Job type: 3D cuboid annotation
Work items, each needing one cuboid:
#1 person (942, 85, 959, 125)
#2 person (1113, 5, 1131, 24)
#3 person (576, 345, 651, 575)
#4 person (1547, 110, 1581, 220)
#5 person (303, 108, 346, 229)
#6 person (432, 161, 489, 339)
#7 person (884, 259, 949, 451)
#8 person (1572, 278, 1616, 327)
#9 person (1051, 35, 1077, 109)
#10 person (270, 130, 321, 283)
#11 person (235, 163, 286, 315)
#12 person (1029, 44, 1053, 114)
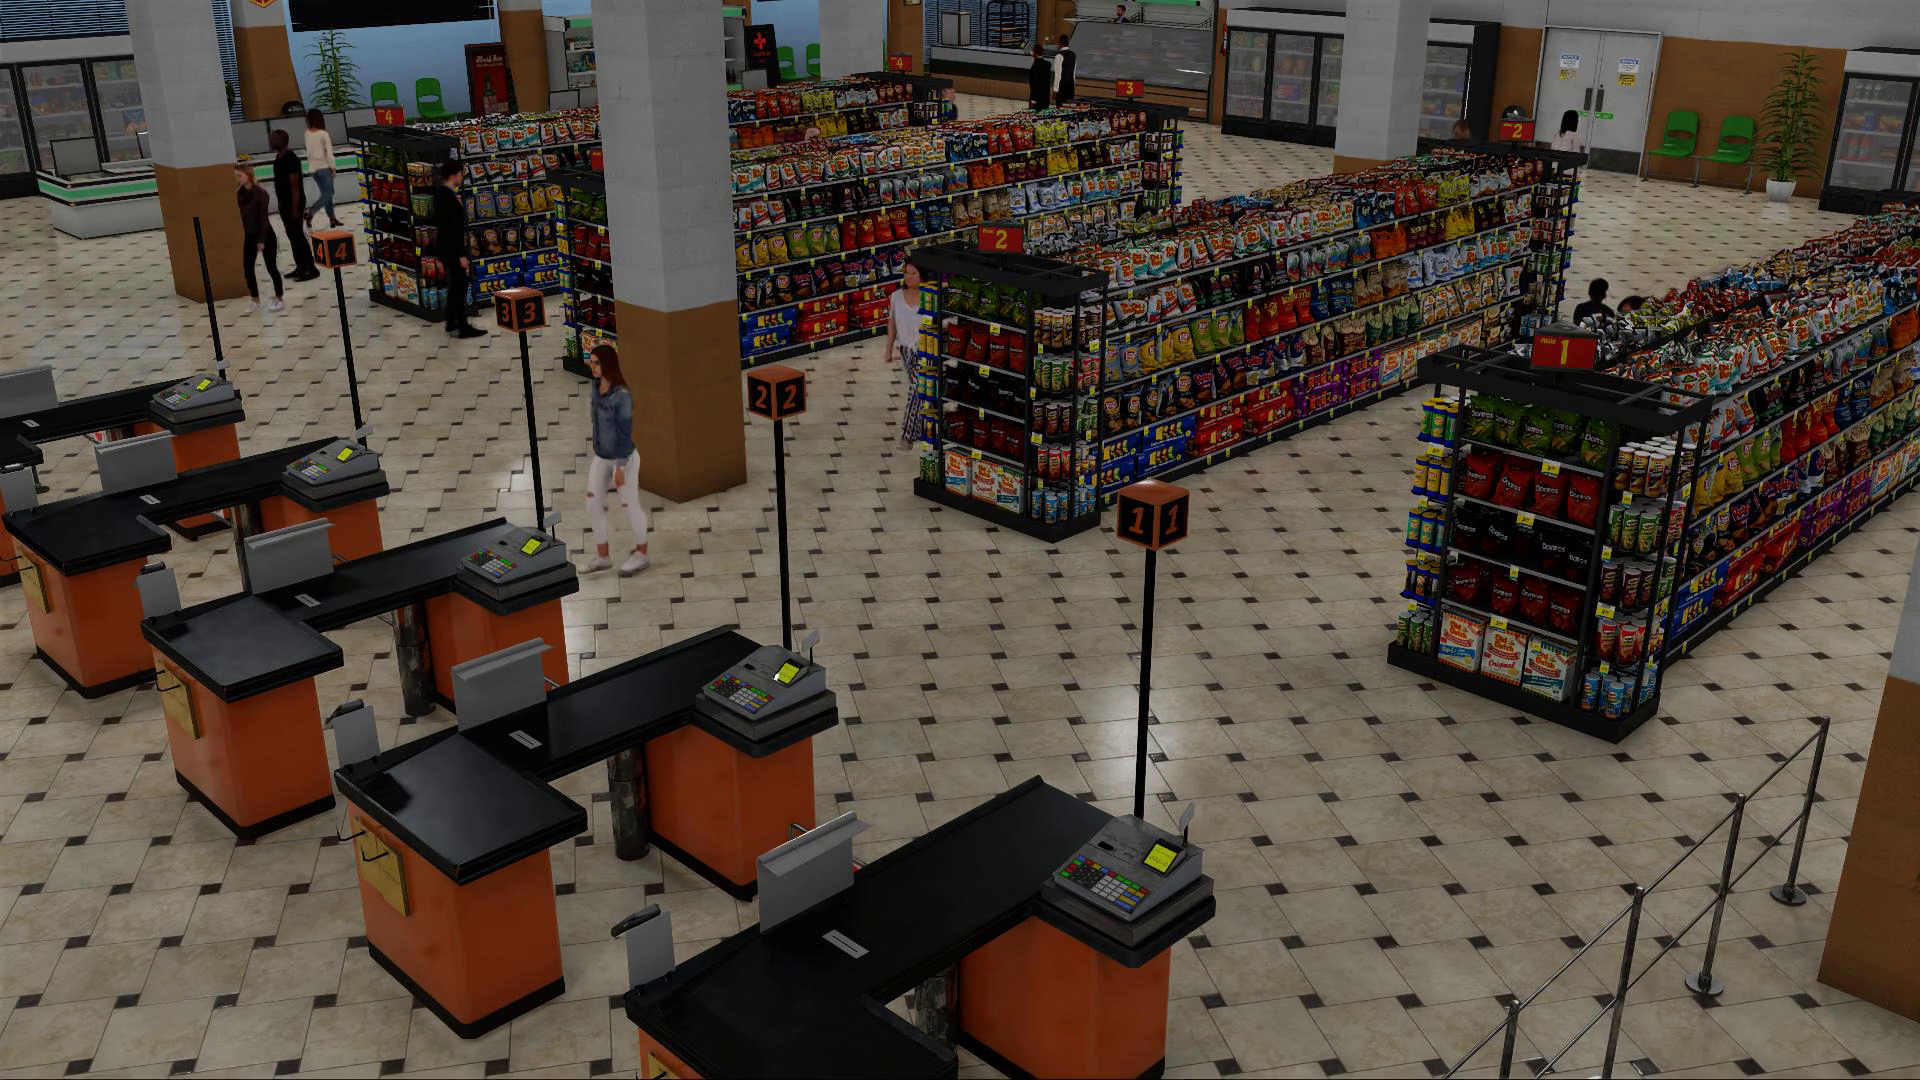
[{"bbox_3d":[-0.282,-5.766,24.458,0.751,1.849,0.706,18,28,37],"label":"person"},{"bbox_3d":[3.712,-11.421,38.506,0.629,1.867,0.561,20,29,40],"label":"person"},{"bbox_3d":[-2.358,-0.577,11.764,0.653,1.684,0.766,18,28,38],"label":"person"},{"bbox_3d":[8.465,-5.199,23.328,0.594,1.638,0.649,-15,26,-33],"label":"person"},{"bbox_3d":[-8.922,-5.107,23.073,0.796,1.658,1.049,12,25,27],"label":"person"},{"bbox_3d":[-5.432,-3.083,17.747,0.771,1.874,0.794,-12,25,-28],"label":"person"},{"bbox_3d":[-0.324,-1.637,14.474,0.909,1.631,1.233,11,24,26],"label":"person"},{"bbox_3d":[5.772,-1.758,15.280,0.673,1.254,0.787,8,23,19],"label":"person"},{"bbox_3d":[1.945,-8.400,30.918,0.513,1.919,0.751,-19,29,-39],"label":"person"},{"bbox_3d":[-8.166,-4.105,20.351,0.648,1.828,0.694,-17,27,-36],"label":"person"},{"bbox_3d":[-7.867,-3.422,18.849,0.778,1.681,0.869,7,23,16],"label":"person"},{"bbox_3d":[1.418,-7.811,29.473,0.792,1.904,0.613,14,26,31],"label":"person"}]
